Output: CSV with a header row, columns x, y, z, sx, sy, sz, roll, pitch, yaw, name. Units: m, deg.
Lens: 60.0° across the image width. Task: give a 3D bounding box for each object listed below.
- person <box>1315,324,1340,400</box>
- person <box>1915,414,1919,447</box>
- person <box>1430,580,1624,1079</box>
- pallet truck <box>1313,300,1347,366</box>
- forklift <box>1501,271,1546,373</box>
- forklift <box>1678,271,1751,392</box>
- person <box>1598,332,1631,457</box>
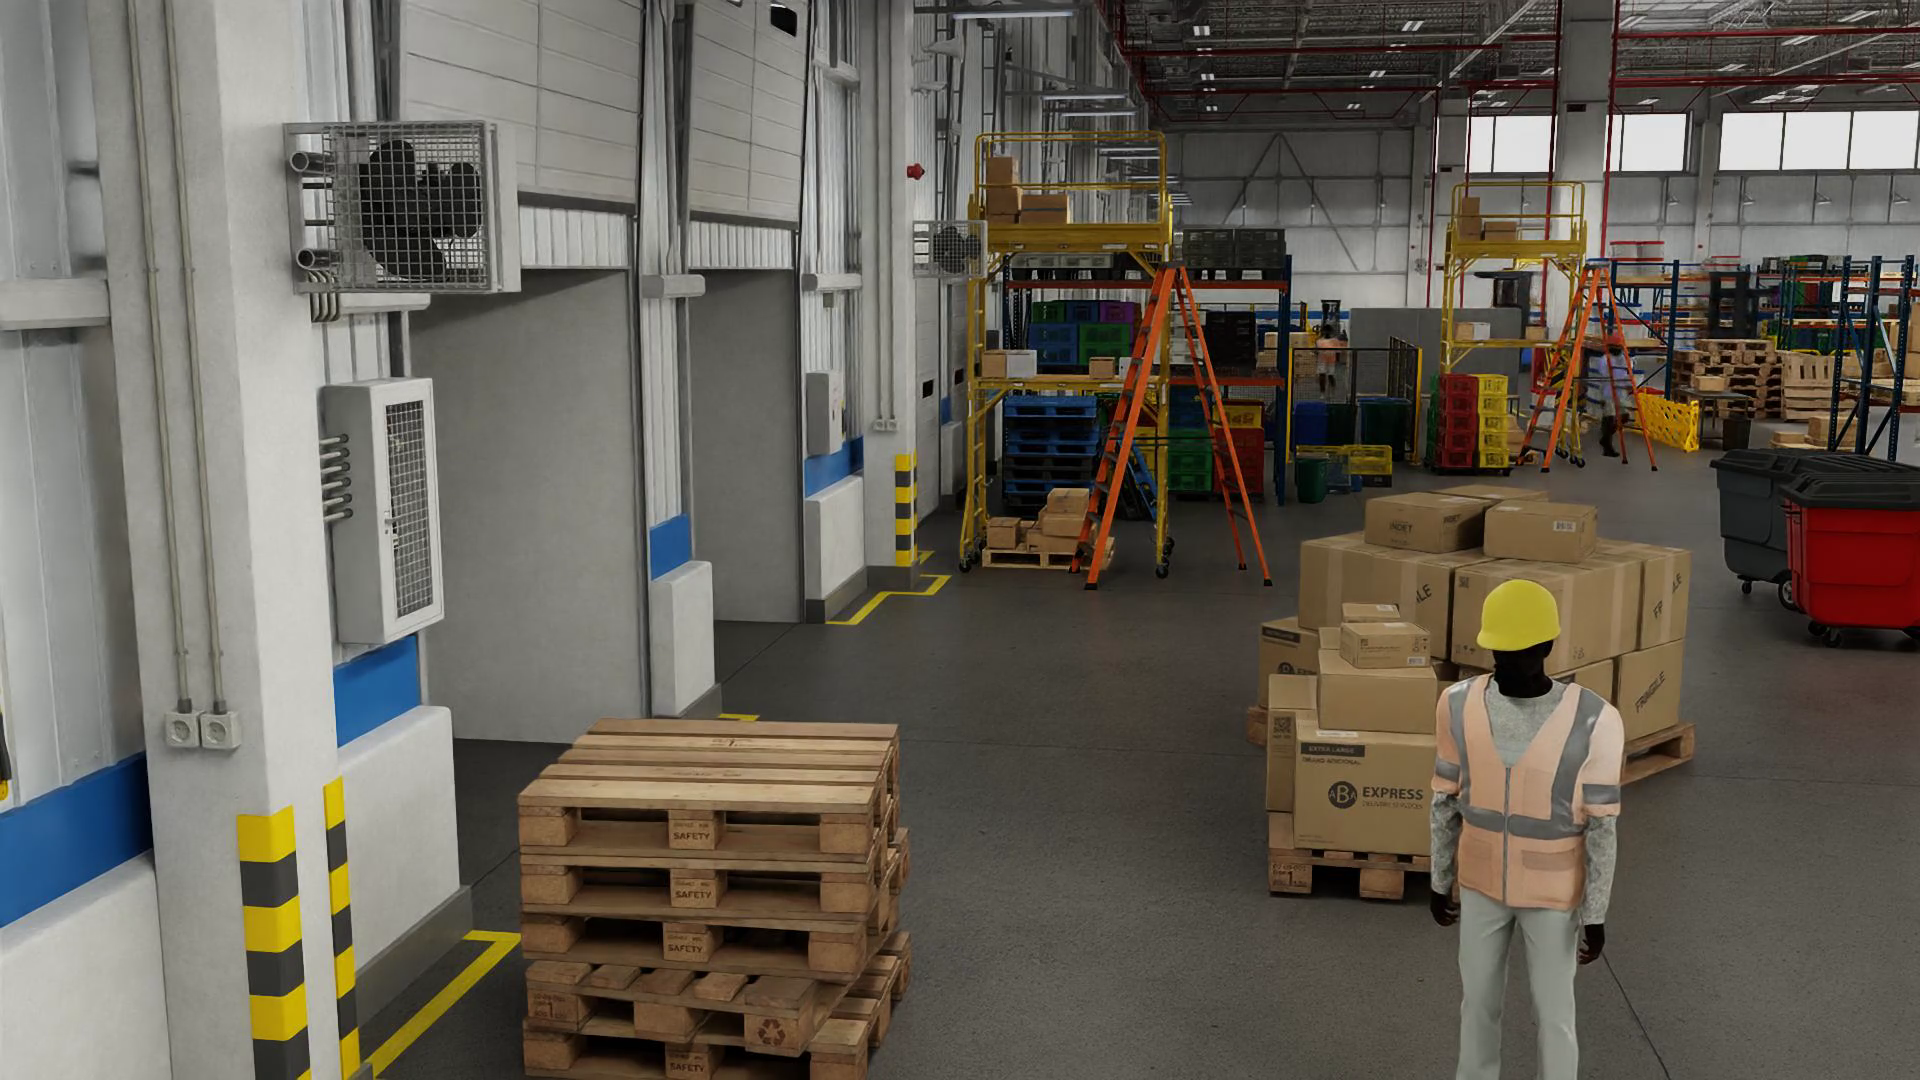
x,y,z,sx,sy,sz,roll,pitch,yaw,name
8.078,-3.916,36.615,0.540,1.681,0.583,4,10,22,person
15.620,-2.342,26.724,0.319,1.739,0.484,9,13,43,person
1.726,1.064,5.171,0.586,1.918,0.398,7,12,37,person
11.159,-6.200,49.718,0.823,1.965,1.885,4,10,26,pallet truck
15.207,-5.962,45.537,1.873,2.768,1.129,-3,10,-17,forklift
17.710,-4.819,38.485,1.873,2.768,1.129,-4,10,-21,forklift
10.011,-2.221,25.421,0.566,1.915,0.417,-4,10,-25,person
